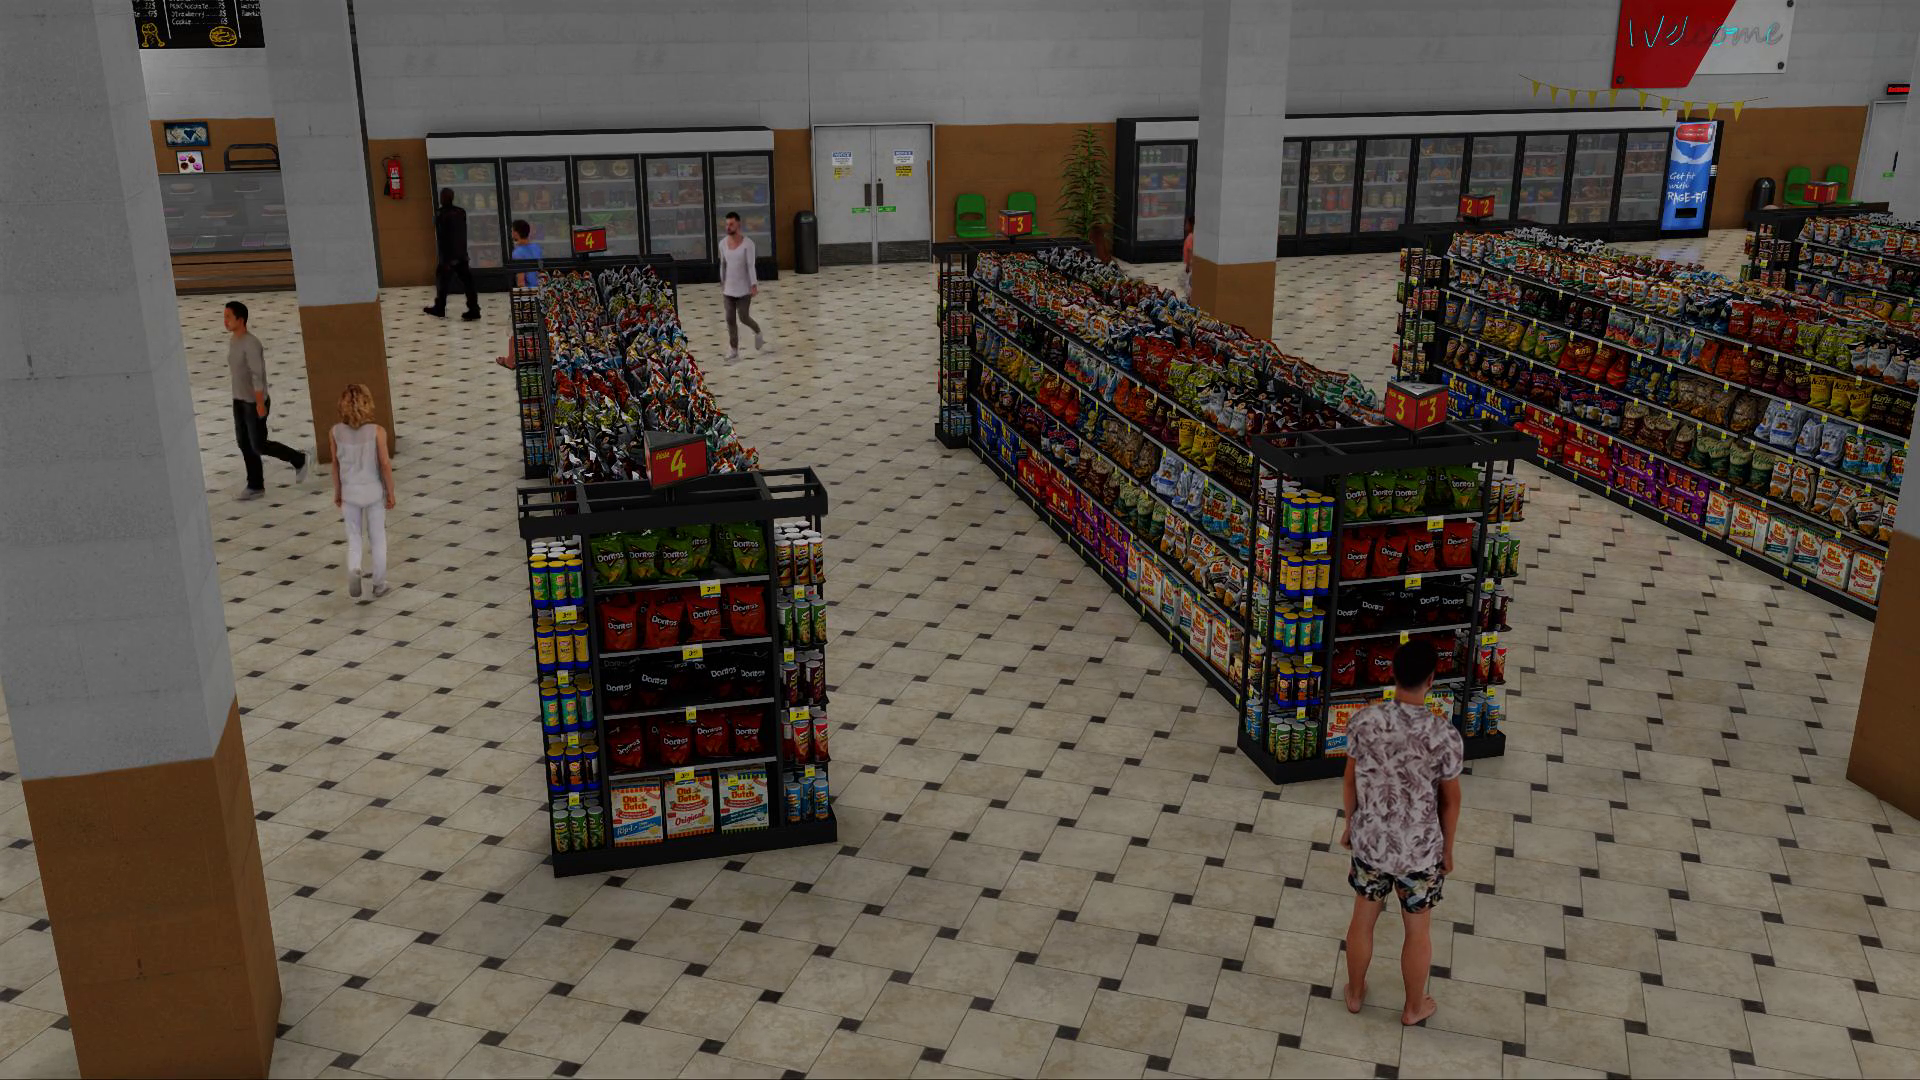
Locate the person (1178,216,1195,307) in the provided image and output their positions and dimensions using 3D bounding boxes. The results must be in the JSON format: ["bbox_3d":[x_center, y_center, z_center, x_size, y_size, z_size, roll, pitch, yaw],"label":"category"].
[{"bbox_3d":[3.360,-3.962,23.778,0.645,1.306,0.587,11,21,29],"label":"person"}]

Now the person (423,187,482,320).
[{"bbox_3d":[-6.870,-3.907,22.846,1.183,1.796,1.150,9,21,24],"label":"person"}]

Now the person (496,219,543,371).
[{"bbox_3d":[-4.954,-2.808,19.577,1.290,1.803,1.190,12,22,31],"label":"person"}]

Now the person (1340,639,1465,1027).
[{"bbox_3d":[1.945,1.300,7.373,0.744,1.816,0.791,9,21,25],"label":"person"}]

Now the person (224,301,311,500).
[{"bbox_3d":[-6.310,-1.265,15.024,0.984,1.789,1.004,-17,25,-42],"label":"person"}]

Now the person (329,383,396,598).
[{"bbox_3d":[-4.510,-0.334,12.470,0.683,1.656,0.829,-2,19,-5],"label":"person"}]

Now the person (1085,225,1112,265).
[{"bbox_3d":[1.635,-2.935,20.125,0.622,1.694,0.600,-6,20,-18],"label":"person"}]

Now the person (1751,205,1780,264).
[{"bbox_3d":[10.509,-3.528,21.834,0.741,1.726,0.620,4,19,12],"label":"person"}]

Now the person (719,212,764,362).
[{"bbox_3d":[-2.694,-3.127,20.495,1.000,1.821,1.090,9,20,24],"label":"person"}]
